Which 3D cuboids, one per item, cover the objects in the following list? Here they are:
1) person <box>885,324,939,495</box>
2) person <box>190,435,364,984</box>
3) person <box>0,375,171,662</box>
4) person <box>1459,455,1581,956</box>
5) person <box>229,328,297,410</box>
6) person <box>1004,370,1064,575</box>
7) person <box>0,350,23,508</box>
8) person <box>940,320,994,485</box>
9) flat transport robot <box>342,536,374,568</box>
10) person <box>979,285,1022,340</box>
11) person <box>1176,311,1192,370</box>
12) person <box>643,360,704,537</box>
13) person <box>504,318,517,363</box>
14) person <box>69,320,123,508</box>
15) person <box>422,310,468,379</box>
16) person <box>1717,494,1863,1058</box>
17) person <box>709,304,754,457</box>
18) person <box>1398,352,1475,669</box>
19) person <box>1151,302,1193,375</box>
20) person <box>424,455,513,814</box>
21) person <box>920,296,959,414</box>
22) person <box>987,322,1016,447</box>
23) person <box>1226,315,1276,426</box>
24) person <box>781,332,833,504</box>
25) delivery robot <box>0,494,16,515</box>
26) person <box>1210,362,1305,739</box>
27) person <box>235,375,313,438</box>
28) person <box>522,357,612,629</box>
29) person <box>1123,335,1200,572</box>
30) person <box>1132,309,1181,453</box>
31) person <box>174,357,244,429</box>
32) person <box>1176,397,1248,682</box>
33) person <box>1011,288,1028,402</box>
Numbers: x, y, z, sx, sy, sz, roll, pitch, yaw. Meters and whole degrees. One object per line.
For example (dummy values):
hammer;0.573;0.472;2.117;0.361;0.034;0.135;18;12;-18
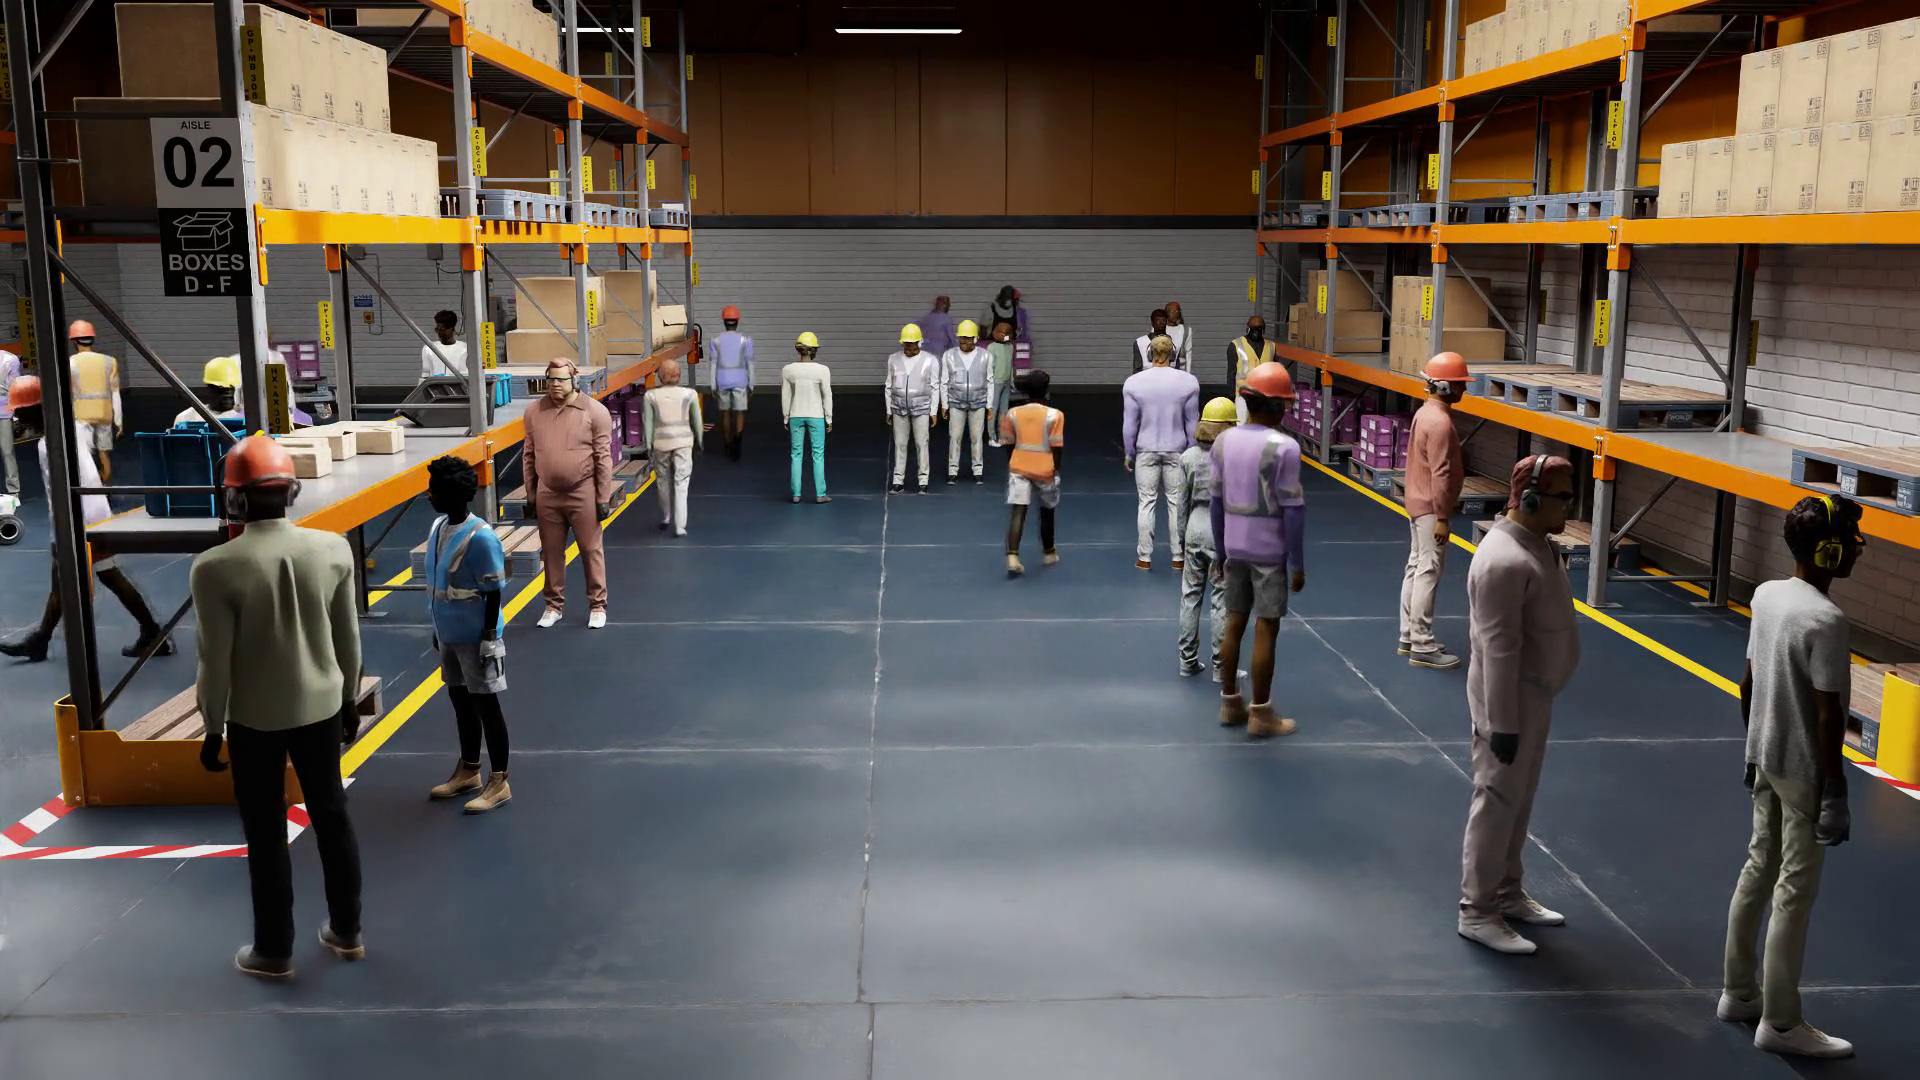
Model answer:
person;-0.516;-1.380;17.646;0.589;1.822;0.403;2;10;12
person;-2.482;0.611;6.074;0.399;1.990;0.621;9;13;40
person;-5.628;-0.128;10.599;1.029;1.855;0.582;-4;11;-20
person;2.137;0.616;6.331;0.399;1.897;0.647;6;12;30
person;-7.155;-1.313;17.245;0.744;1.846;0.426;-5;11;-25
person;0.589;-0.546;13.493;0.537;1.664;0.871;4;11;23
person;-9.751;-1.272;16.741;0.587;1.930;0.360;-3;11;-17
person;0.081;-1.509;18.339;0.597;1.828;0.403;0;10;-1
flat transport robot;-5.435;0.072;13.875;0.652;0.197;1.431;-7;12;-35
person;0.651;-3.274;27.584;0.721;2.000;0.951;-4;11;-21
person;3.362;-2.765;25.916;0.503;1.621;0.377;-1;10;-4
person;-2.636;-0.854;15.353;0.533;1.595;0.861;-1;10;-4
person;-6.396;-2.637;24.379;1.062;1.937;0.615;8;13;38
person;-8.625;-1.220;16.503;0.562;1.930;0.573;-9;14;-42
person;-5.447;-1.479;17.807;0.607;1.962;0.373;0;10;0
person;2.789;0.771;5.527;0.319;1.870;0.532;-1;10;-4
person;-2.820;-1.943;20.547;0.549;1.920;0.720;-1;10;-3
person;3.023;-0.196;10.564;0.395;1.993;0.614;1;10;5
person;2.822;-2.234;22.263;0.605;1.885;0.414;0;10;-3
person;-2.336;0.440;7.846;0.540;1.698;0.317;10;14;44
person;-0.354;-2.904;26.112;1.061;1.848;0.634;-8;13;-39
person;0.542;-2.046;21.879;0.288;1.633;0.497;9;13;40
person;3.390;-1.678;19.271;0.621;1.837;0.429;-3;11;-16
person;-1.563;-1.247;17.063;0.533;1.765;0.322;2;10;9
delivery robot;-8.738;-0.254;14.640;0.477;0.478;0.707;9;13;41
person;1.642;0.051;9.063;0.391;2.040;0.614;-8;13;-36
person;-4.687;-0.262;11.386;0.565;1.841;0.396;-8;13;-37
person;-2.728;-0.318;11.536;0.639;1.899;0.395;1;10;8
person;1.629;-0.693;13.512;0.627;1.934;0.371;1;10;5
person;2.258;-1.700;19.158;0.596;1.916;0.372;-3;11;-17
person;-4.928;-0.271;11.202;0.595;1.919;0.394;-7;12;-35
person;1.561;-0.005;10.210;0.492;1.740;0.325;9;14;42
person;0.936;-3.252;27.803;0.486;1.909;0.569;5;11;25
